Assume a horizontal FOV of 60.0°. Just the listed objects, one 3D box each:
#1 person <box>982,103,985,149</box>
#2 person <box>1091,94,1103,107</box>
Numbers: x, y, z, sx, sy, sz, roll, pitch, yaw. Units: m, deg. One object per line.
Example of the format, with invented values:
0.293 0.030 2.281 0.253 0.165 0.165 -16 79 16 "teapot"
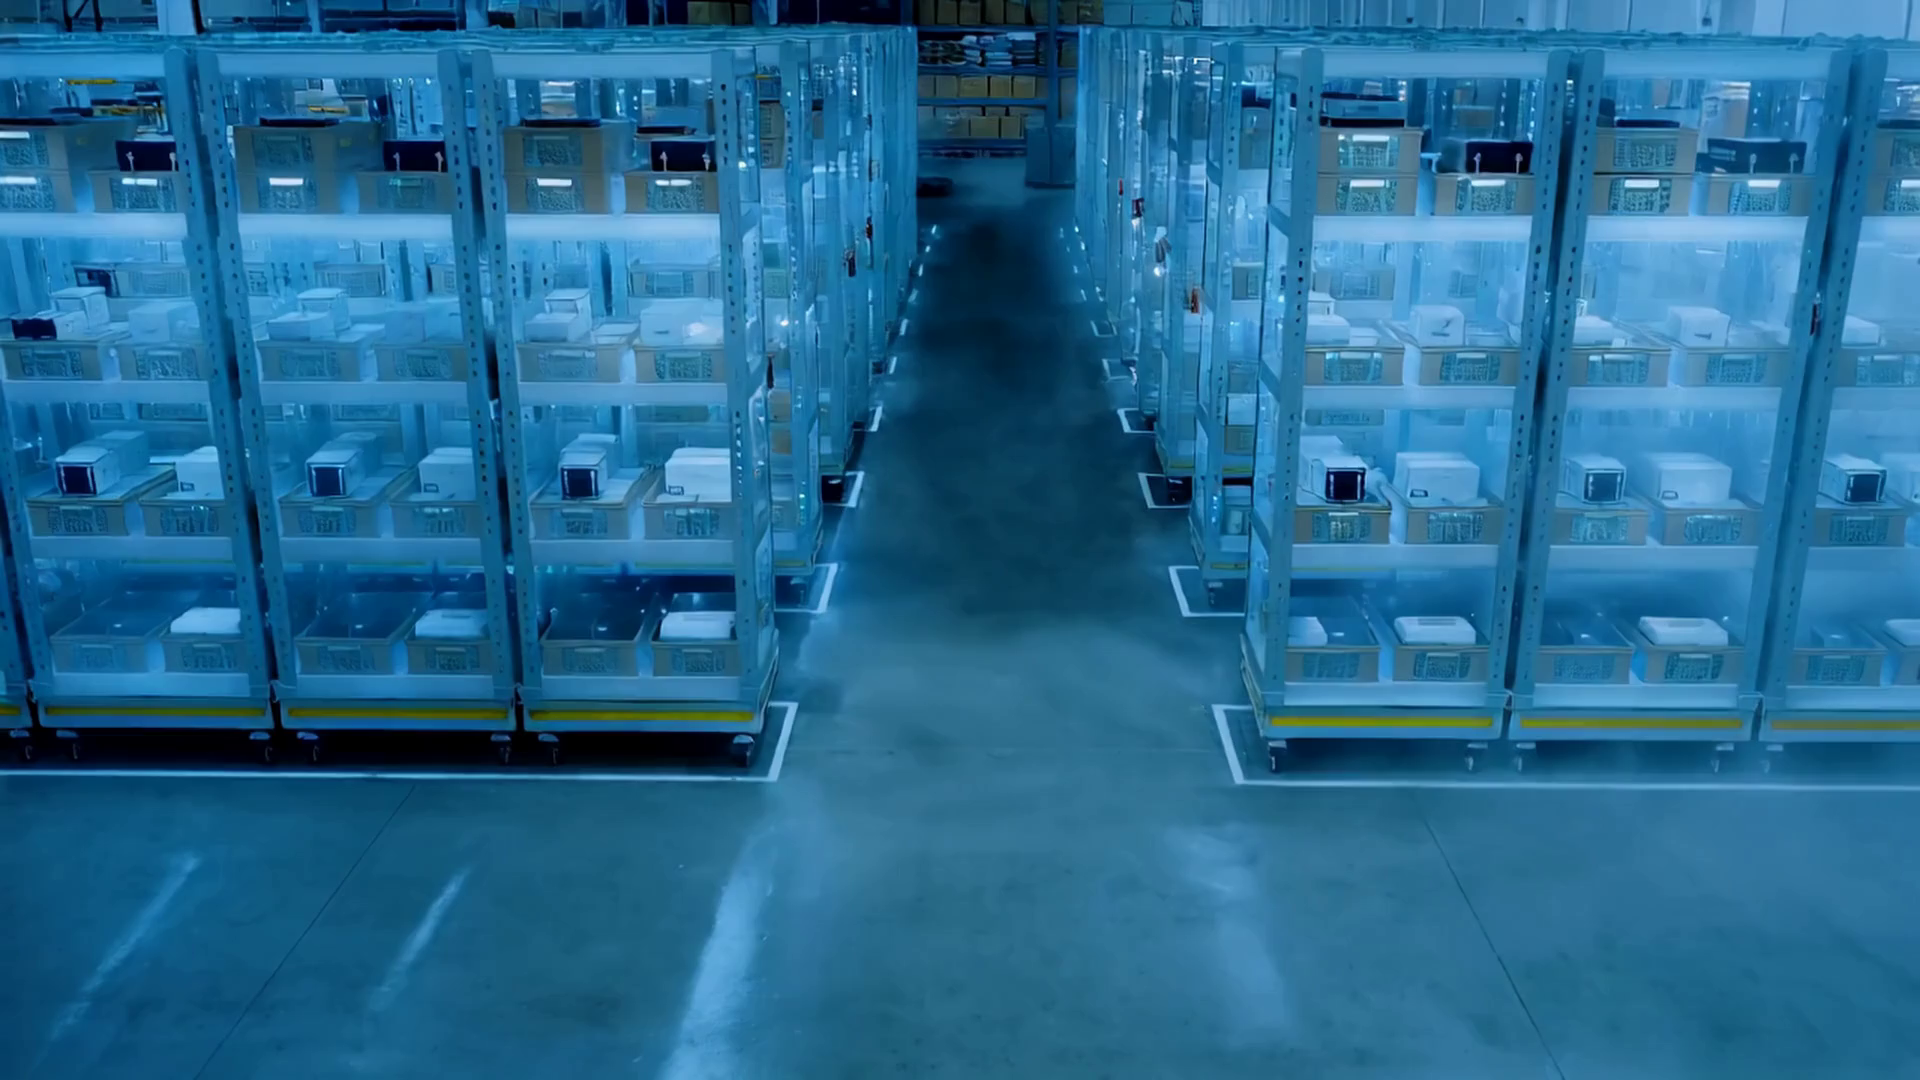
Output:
0.760 -12.534 49.144 0.436 1.927 0.634 2 18 6 "person"
3.483 -10.632 43.050 0.995 1.958 0.625 -10 20 -30 "person"
